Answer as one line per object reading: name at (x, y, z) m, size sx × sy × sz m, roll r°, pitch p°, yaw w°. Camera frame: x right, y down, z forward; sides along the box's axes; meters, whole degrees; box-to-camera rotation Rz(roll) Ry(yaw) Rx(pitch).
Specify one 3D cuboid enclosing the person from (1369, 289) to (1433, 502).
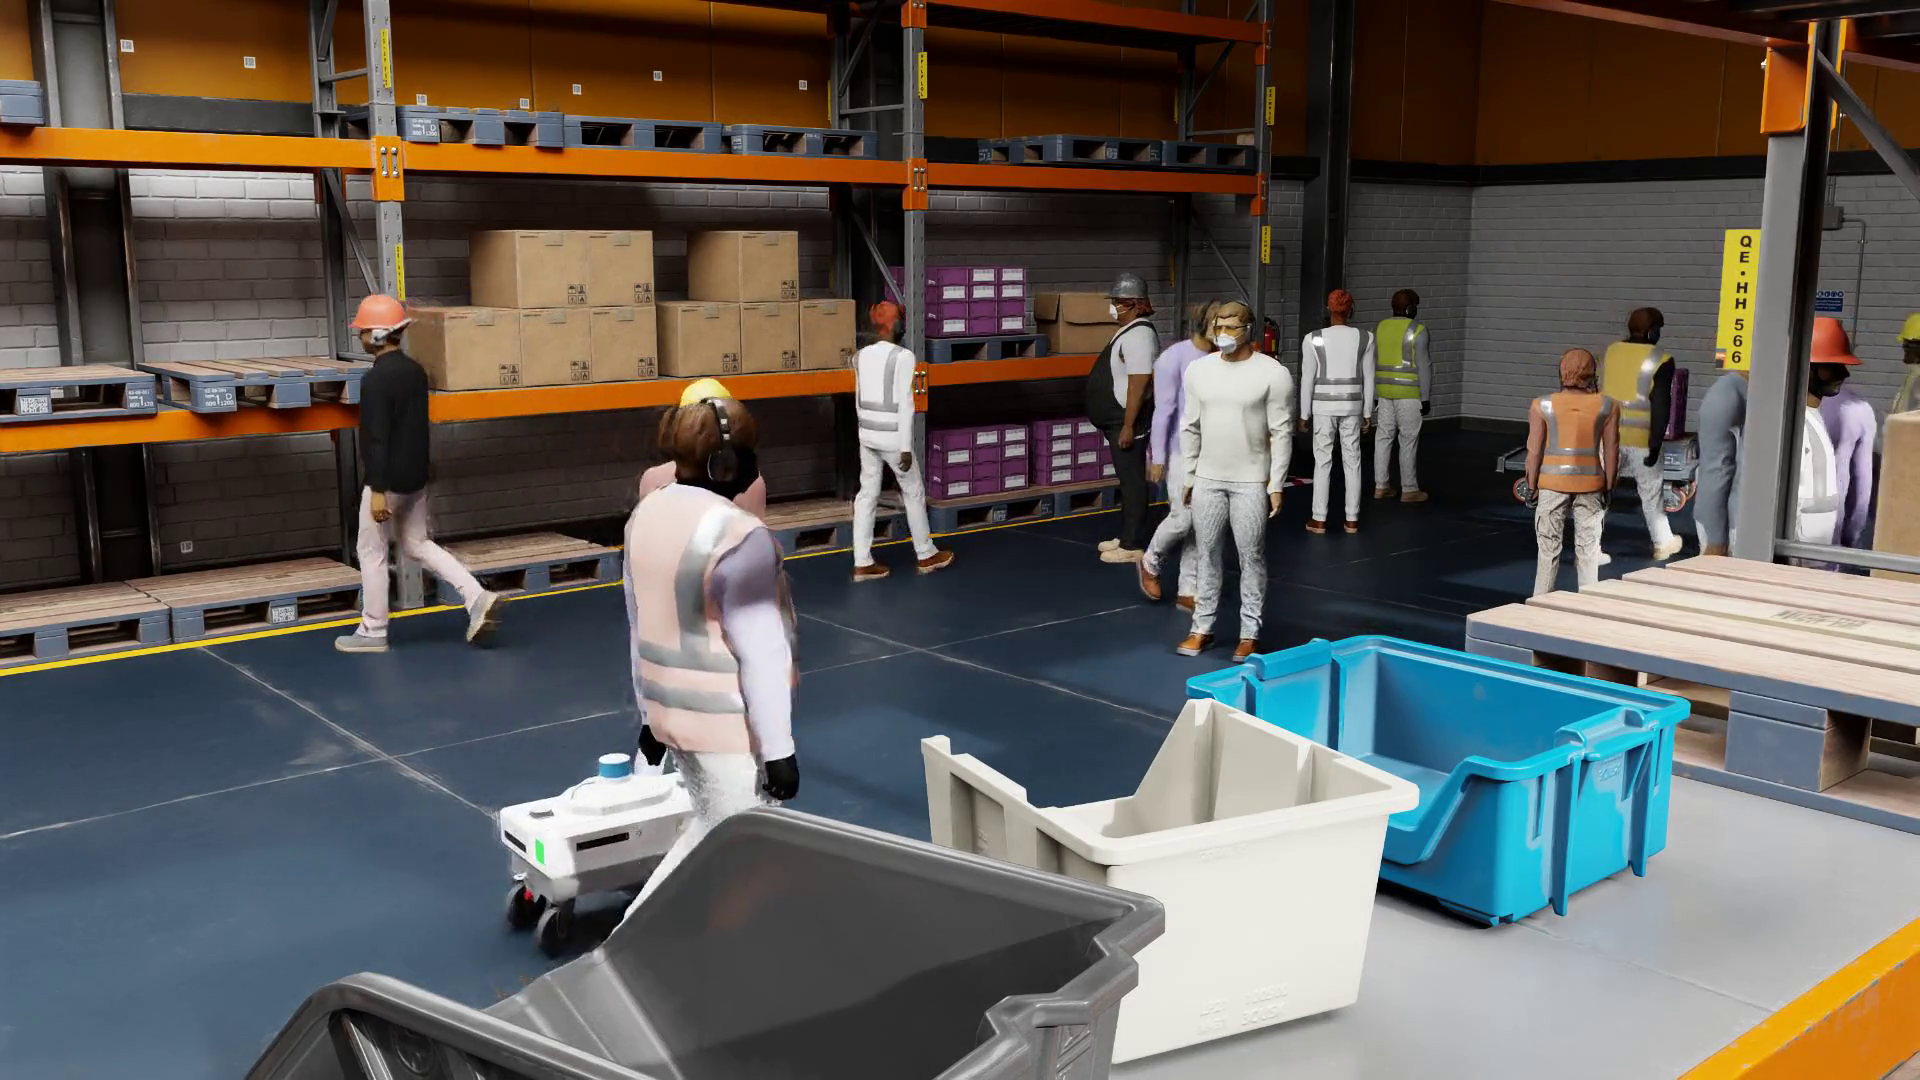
person at (3.847, -1.255, 14.480) m, size 0.429 × 1.844 × 0.627 m, roll -8°, pitch 13°, yaw -38°

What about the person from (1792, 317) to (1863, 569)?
person at (3.446, 0.059, 6.851) m, size 0.359 × 1.938 × 0.545 m, roll 6°, pitch 12°, yaw 29°

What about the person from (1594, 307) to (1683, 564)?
person at (4.705, -0.719, 11.622) m, size 0.934 × 1.794 × 0.632 m, roll -8°, pitch 13°, yaw -36°

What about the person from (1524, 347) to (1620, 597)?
person at (3.525, -0.285, 9.611) m, size 0.515 × 1.641 × 0.308 m, roll 2°, pitch 10°, yaw 11°

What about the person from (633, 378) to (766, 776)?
person at (-0.994, 0.257, 6.318) m, size 0.534 × 1.731 × 0.773 m, roll 2°, pitch 10°, yaw 13°

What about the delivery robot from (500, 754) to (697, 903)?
delivery robot at (-1.131, 0.948, 5.477) m, size 0.707 × 0.478 × 0.477 m, roll -7°, pitch 12°, yaw -35°

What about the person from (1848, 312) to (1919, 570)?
person at (6.573, -0.633, 11.165) m, size 0.849 × 1.791 × 0.630 m, roll 3°, pitch 11°, yaw 18°

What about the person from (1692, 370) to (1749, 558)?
person at (3.489, -0.054, 7.475) m, size 0.353 × 1.937 × 0.635 m, roll 9°, pitch 14°, yaw 42°

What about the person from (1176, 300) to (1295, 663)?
person at (1.466, -0.312, 8.920) m, size 0.629 × 1.940 × 0.376 m, roll 6°, pitch 12°, yaw 32°

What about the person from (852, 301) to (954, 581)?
person at (-0.404, -0.669, 11.167) m, size 0.608 × 1.848 × 0.881 m, roll 10°, pitch 14°, yaw 43°

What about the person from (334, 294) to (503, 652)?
person at (-3.002, -0.345, 9.042) m, size 0.852 × 1.971 × 0.620 m, roll 1°, pitch 10°, yaw 8°

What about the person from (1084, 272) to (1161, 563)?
person at (1.145, -0.867, 11.745) m, size 0.537 × 2.000 × 0.682 m, roll 1°, pitch 10°, yaw 4°

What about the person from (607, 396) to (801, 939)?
person at (-0.695, 0.516, 4.605) m, size 0.516 × 1.828 × 0.630 m, roll -7°, pitch 12°, yaw -35°

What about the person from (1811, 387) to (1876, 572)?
person at (3.951, -0.073, 7.868) m, size 0.650 × 1.856 × 0.977 m, roll 3°, pitch 10°, yaw 14°

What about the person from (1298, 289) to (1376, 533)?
person at (2.907, -0.985, 12.851) m, size 0.573 × 1.883 × 0.355 m, roll 0°, pitch 10°, yaw 1°

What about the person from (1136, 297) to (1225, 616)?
person at (1.381, -0.504, 10.060) m, size 0.659 × 1.918 × 0.511 m, roll -7°, pitch 12°, yaw -33°
